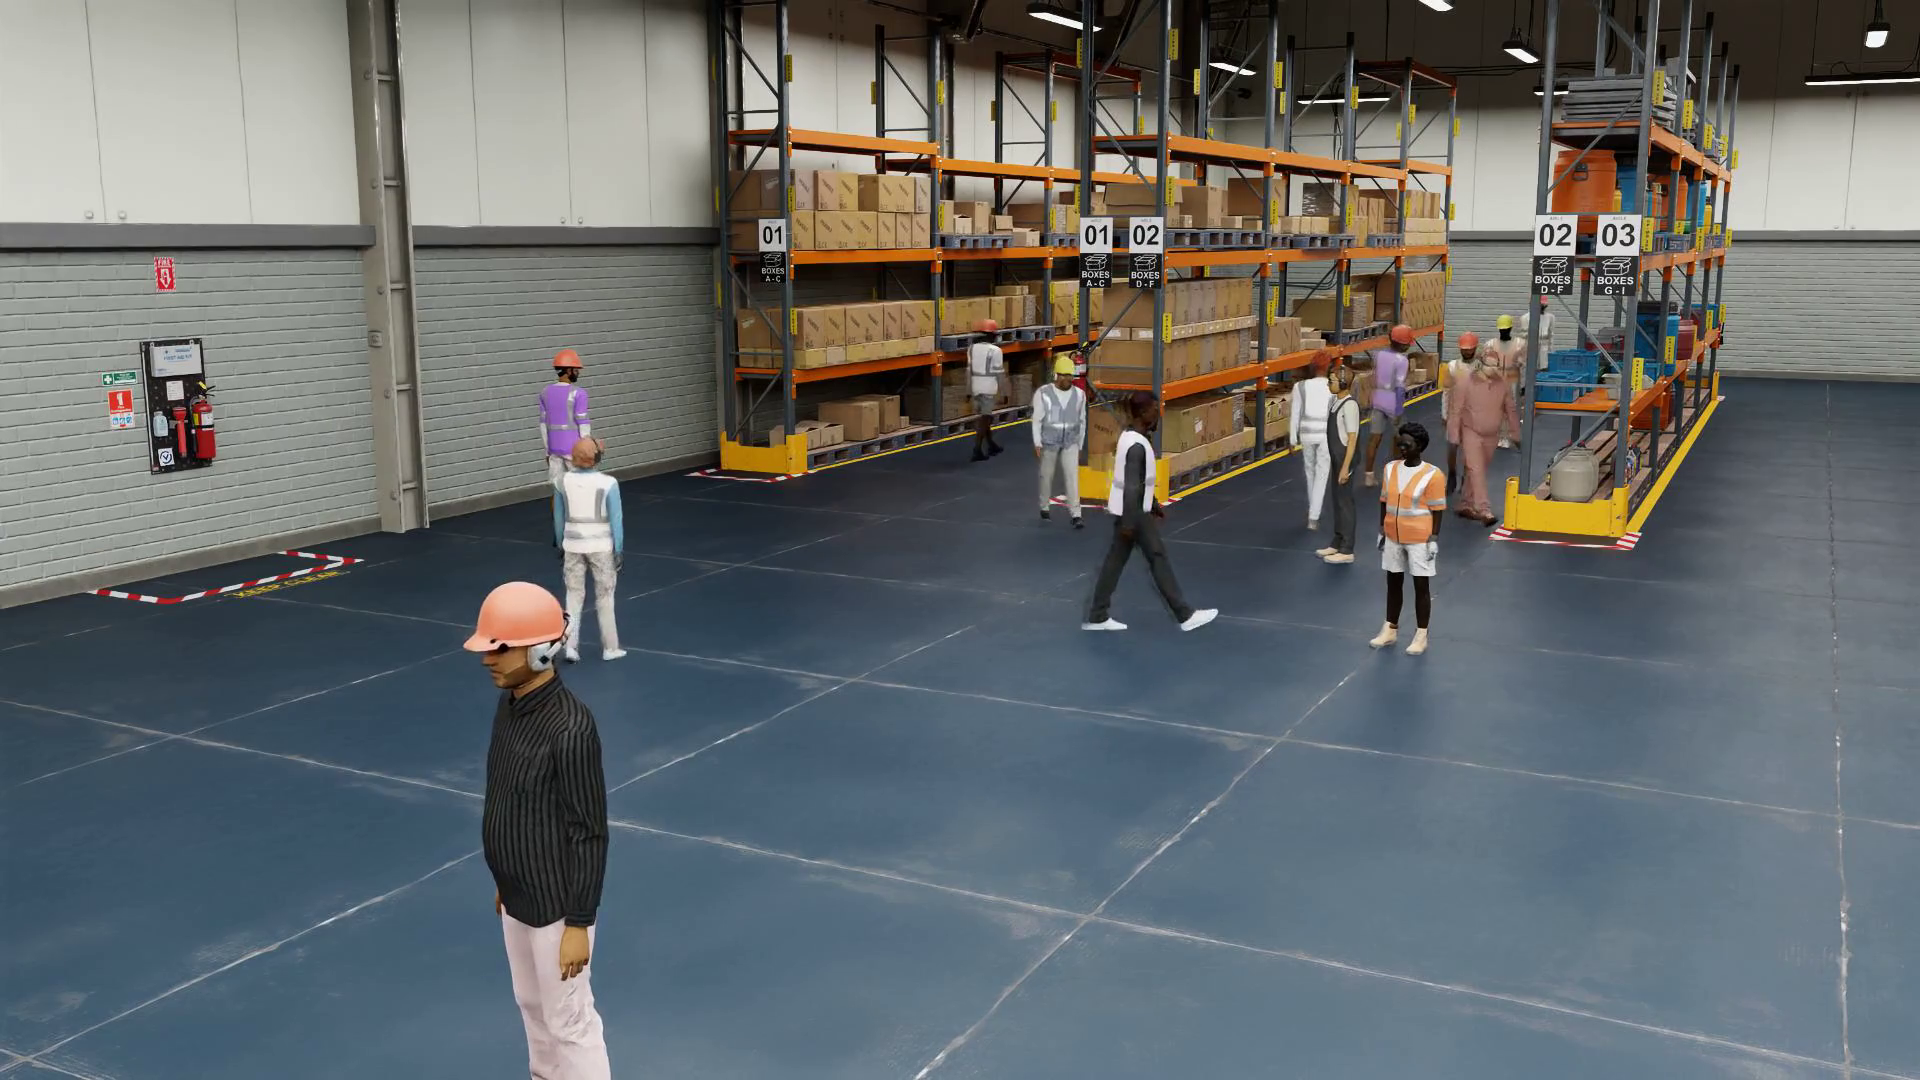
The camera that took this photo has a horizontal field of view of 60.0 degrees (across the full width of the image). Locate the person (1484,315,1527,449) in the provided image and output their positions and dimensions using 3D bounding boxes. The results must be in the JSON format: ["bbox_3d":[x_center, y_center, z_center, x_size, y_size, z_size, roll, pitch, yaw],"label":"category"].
[{"bbox_3d":[7.710,-2.236,23.646,0.608,1.895,0.814,4,11,23],"label":"person"}]

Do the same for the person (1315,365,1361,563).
[{"bbox_3d":[3.539,-0.703,15.452,0.349,1.846,0.506,0,10,1],"label":"person"}]

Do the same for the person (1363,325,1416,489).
[{"bbox_3d":[5.221,-1.595,19.979,0.928,1.967,0.610,-7,13,-34],"label":"person"}]

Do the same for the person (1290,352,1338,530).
[{"bbox_3d":[3.758,-1.044,17.354,0.595,1.833,0.987,4,11,23],"label":"person"}]

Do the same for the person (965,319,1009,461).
[{"bbox_3d":[0.427,-2.039,22.597,0.565,1.893,0.936,8,13,38],"label":"person"}]

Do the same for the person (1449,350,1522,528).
[{"bbox_3d":[5.506,-1.067,17.433,0.666,1.837,1.013,-2,11,-13],"label":"person"}]

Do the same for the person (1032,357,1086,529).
[{"bbox_3d":[1.037,-1.023,17.393,0.604,1.783,0.948,-2,11,-10],"label":"person"}]

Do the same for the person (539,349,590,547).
[{"bbox_3d":[-3.811,-0.881,16.183,0.547,1.934,0.375,5,11,25],"label":"person"}]

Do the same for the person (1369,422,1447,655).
[{"bbox_3d":[3.268,-0.016,12.109,0.322,1.697,0.532,-9,13,-39],"label":"person"}]

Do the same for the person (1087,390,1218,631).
[{"bbox_3d":[1.454,-0.208,12.693,1.015,1.869,0.601,0,10,-2],"label":"person"}]

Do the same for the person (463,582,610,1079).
[{"bbox_3d":[-1.314,1.103,5.198,0.389,1.991,0.622,-8,13,-36],"label":"person"}]

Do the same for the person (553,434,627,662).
[{"bbox_3d":[-2.633,0.072,11.823,0.518,1.650,0.326,2,11,10],"label":"person"}]

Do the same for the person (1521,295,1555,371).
[{"bbox_3d":[10.287,-3.400,29.662,0.615,2.026,0.501,0,10,-1],"label":"person"}]

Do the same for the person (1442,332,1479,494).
[{"bbox_3d":[5.924,-1.479,19.483,0.558,1.915,0.489,3,11,18],"label":"person"}]
